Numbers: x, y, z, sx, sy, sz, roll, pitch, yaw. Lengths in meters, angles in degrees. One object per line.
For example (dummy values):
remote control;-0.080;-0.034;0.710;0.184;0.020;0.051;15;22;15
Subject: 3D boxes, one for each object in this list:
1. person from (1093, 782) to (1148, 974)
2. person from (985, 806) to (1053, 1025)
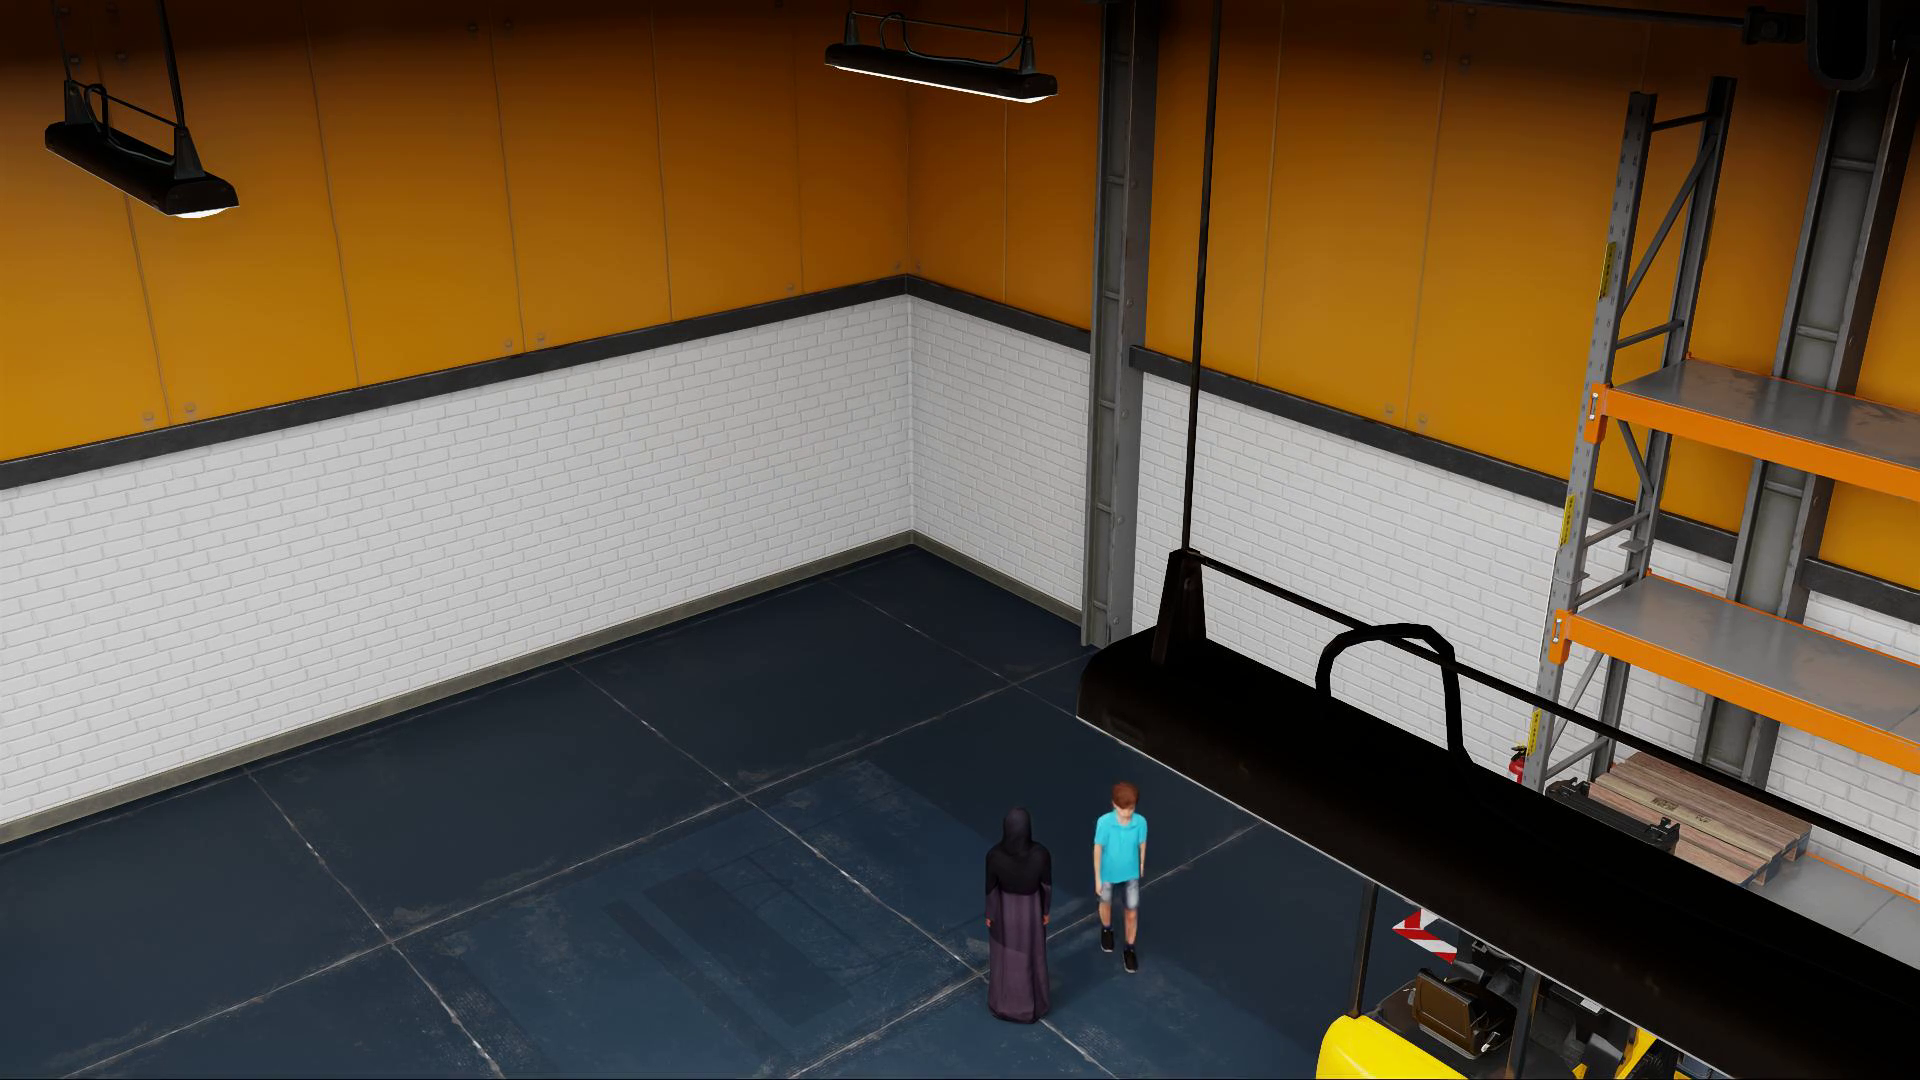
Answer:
person;1.087;2.249;11.618;0.749;1.423;0.820;1;24;2
person;0.377;2.443;10.936;0.712;1.613;0.760;0;24;-1
